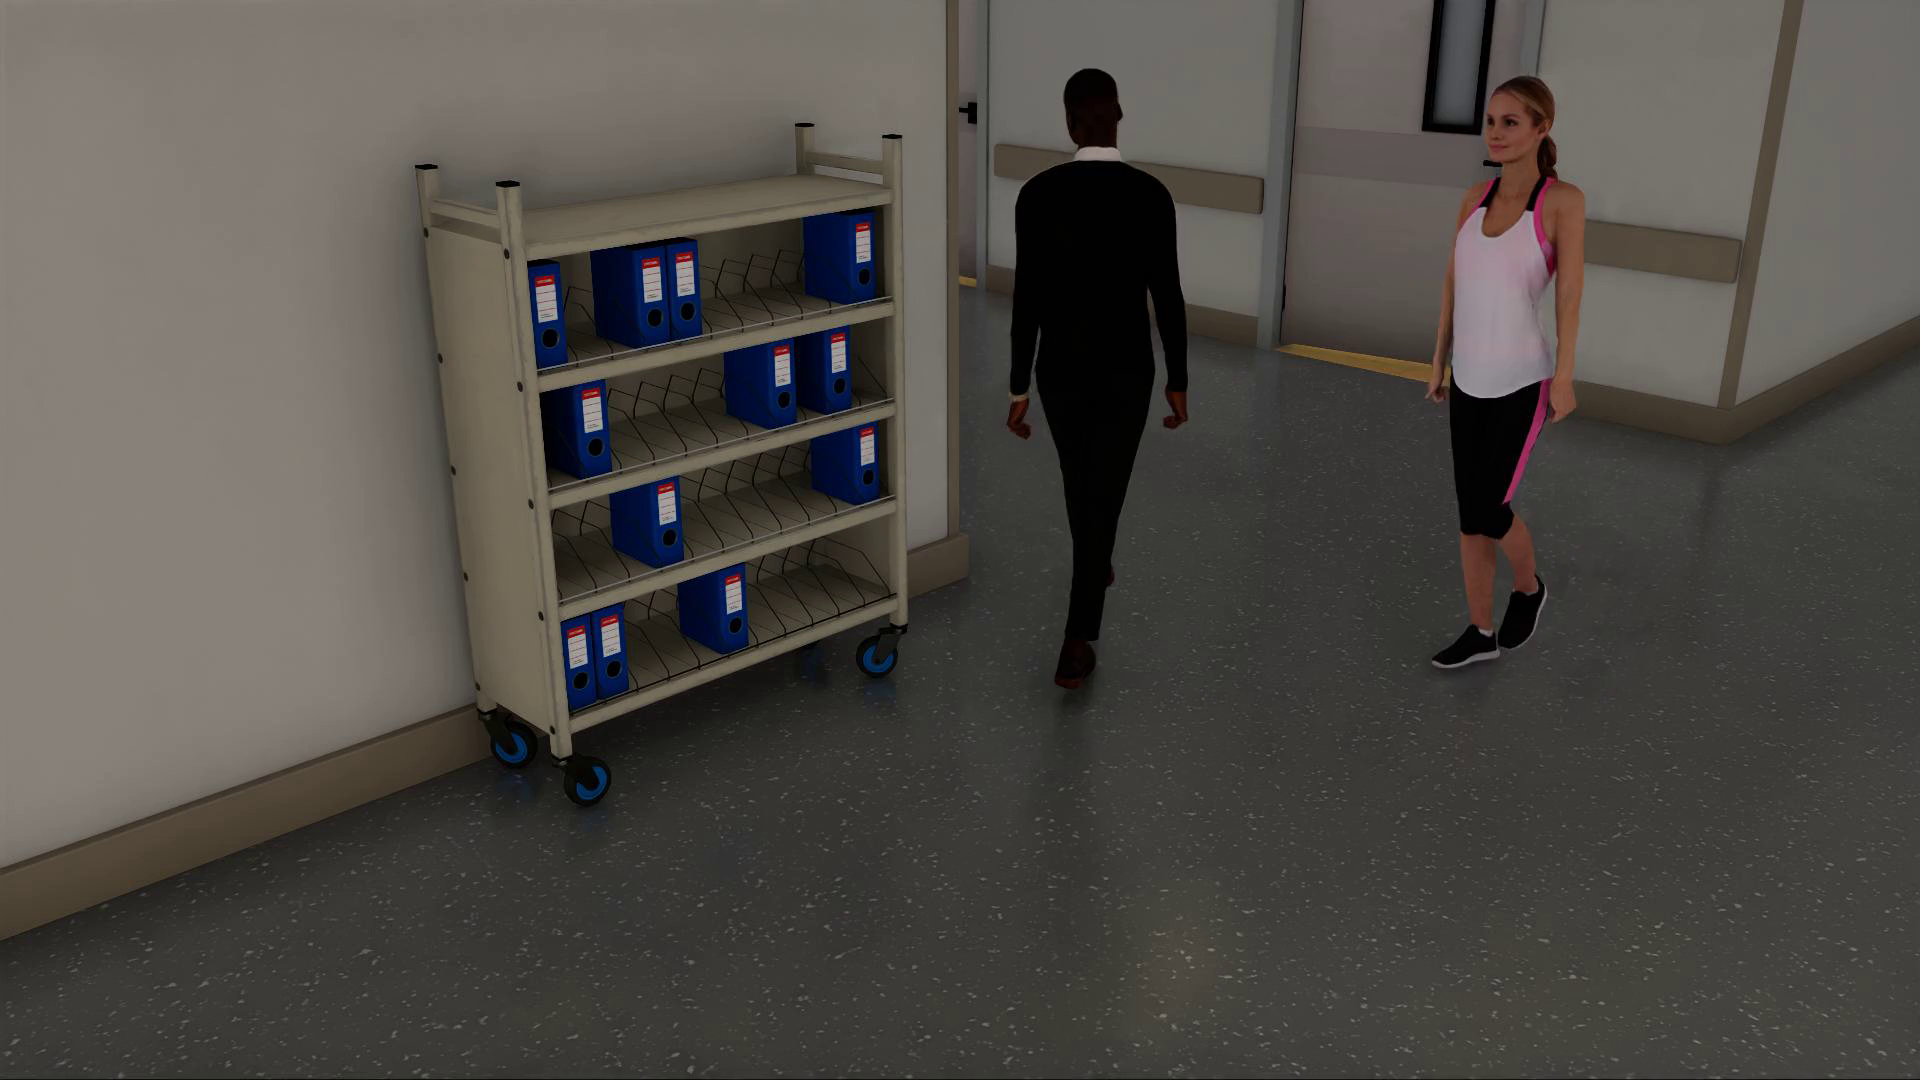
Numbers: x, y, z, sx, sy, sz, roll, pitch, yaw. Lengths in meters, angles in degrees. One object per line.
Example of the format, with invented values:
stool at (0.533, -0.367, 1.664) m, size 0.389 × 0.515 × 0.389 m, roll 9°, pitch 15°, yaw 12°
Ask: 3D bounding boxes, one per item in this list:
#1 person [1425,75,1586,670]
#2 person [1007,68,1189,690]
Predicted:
person at (1.676, -0.462, 4.963) m, size 0.751 × 1.777 × 0.718 m, roll -12°, pitch 24°, yaw -29°
person at (0.387, -0.416, 4.873) m, size 1.125 × 1.753 × 1.308 m, roll 4°, pitch 21°, yaw 11°
